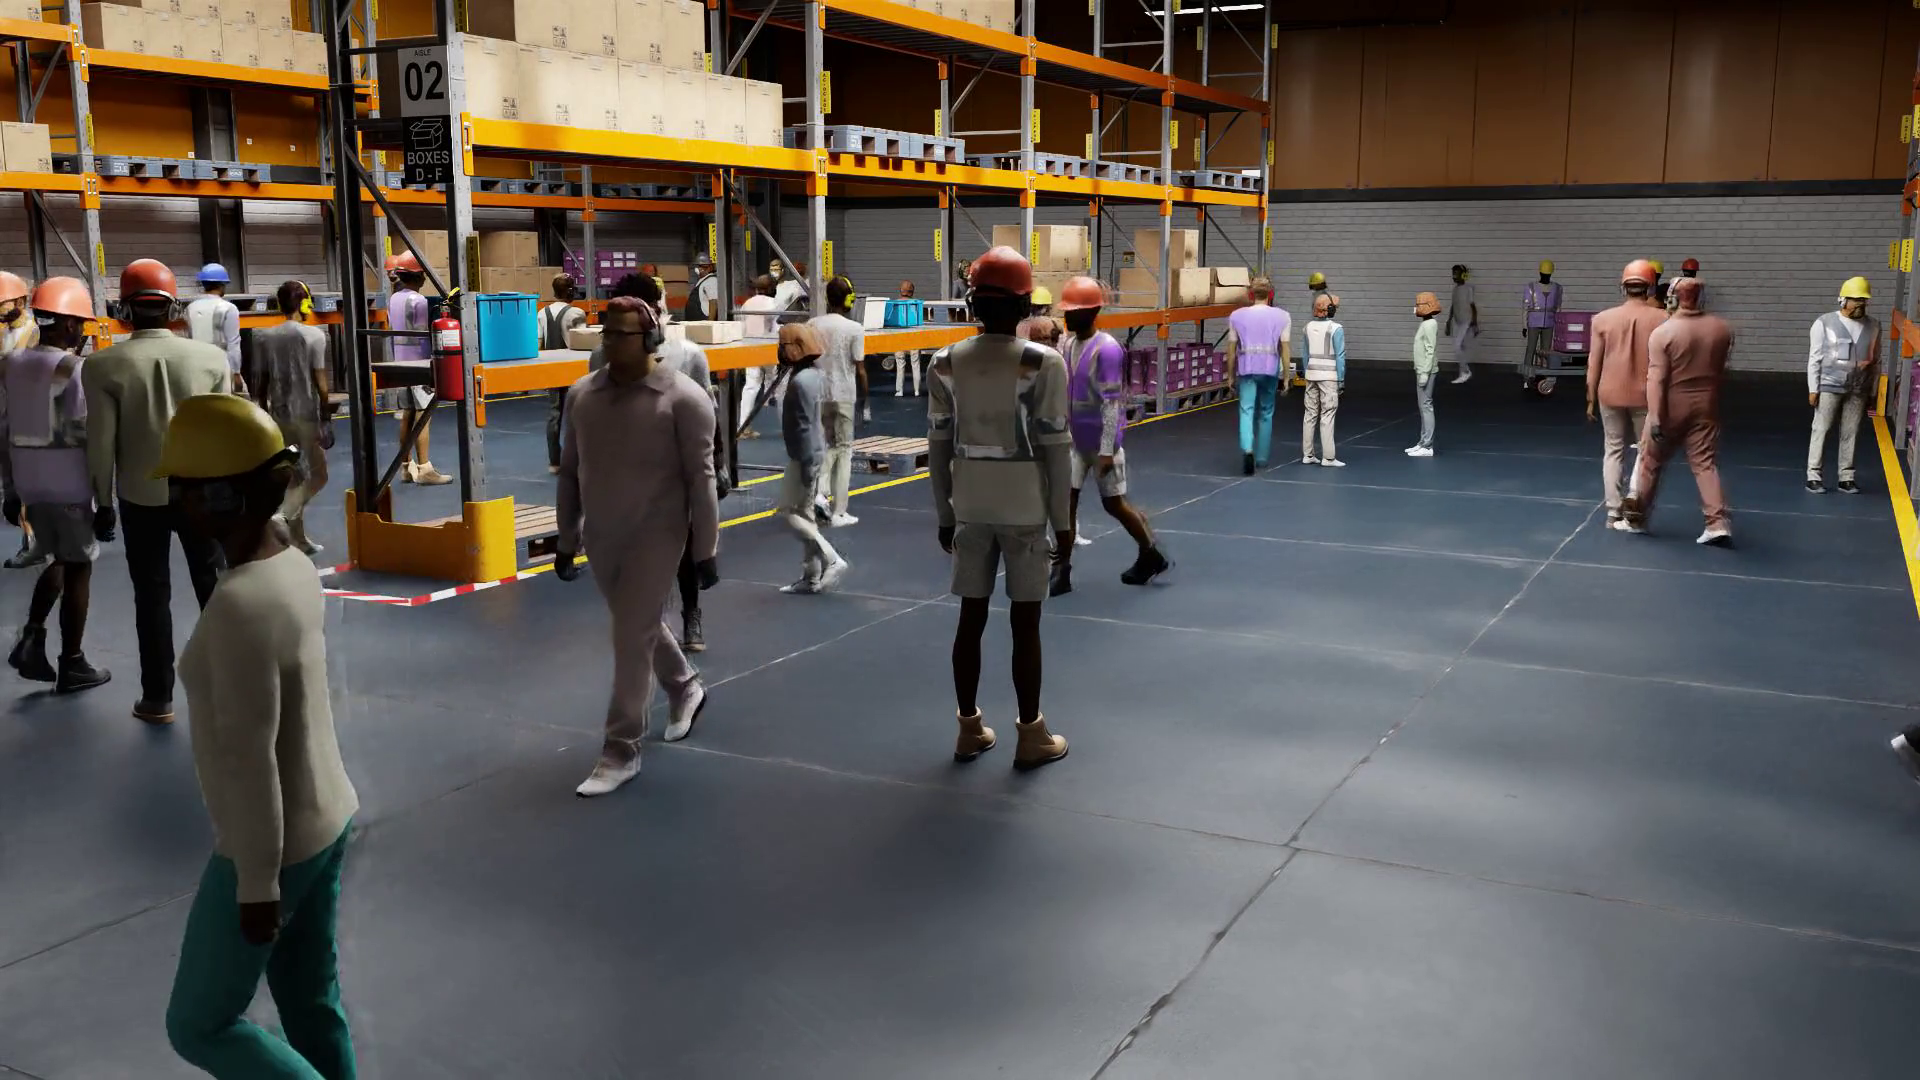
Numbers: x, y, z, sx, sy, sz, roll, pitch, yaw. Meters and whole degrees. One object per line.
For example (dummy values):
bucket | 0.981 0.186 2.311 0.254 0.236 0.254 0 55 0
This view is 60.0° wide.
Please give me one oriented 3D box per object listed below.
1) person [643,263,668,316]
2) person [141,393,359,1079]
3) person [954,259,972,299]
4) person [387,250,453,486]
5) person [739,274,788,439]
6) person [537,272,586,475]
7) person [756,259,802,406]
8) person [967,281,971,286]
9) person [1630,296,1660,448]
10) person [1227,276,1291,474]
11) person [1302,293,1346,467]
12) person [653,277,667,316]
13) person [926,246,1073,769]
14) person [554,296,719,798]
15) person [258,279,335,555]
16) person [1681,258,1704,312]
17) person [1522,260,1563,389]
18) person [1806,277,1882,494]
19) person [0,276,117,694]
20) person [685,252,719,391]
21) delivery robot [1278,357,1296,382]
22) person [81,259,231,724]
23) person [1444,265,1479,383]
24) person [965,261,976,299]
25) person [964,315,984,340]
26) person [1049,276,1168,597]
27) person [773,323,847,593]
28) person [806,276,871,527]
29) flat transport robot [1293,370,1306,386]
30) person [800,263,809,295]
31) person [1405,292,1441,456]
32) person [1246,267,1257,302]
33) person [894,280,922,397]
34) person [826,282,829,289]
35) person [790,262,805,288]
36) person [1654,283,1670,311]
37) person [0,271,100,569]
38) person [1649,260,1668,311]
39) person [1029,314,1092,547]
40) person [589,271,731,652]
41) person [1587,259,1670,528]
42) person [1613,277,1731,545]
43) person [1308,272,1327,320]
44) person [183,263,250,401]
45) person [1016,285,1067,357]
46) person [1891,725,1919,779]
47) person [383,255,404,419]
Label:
person | -4.492 -3.091 24.254 0.585 1.888 0.386 6 12 32
person | -1.379 0.588 3.298 0.367 1.758 0.525 -1 10 -5
person | 0.029 -2.628 21.385 0.378 1.940 0.628 4 11 23
person | -4.729 -1.493 14.502 0.612 2.047 0.361 9 14 43
person | -2.106 -2.010 18.239 0.644 1.792 0.949 7 12 34
person | -3.583 -1.498 15.113 0.508 1.844 0.332 4 11 21
person | -2.402 -2.729 21.971 0.627 1.940 0.372 2 10 9
person | 0.213 -2.920 23.240 0.680 1.874 0.827 -1 10 -3
person | 7.109 -1.757 17.254 0.376 1.611 0.576 1 10 3
person | 2.756 -1.527 15.383 0.574 1.816 0.861 2 10 9
person | 3.443 -1.507 15.758 0.308 1.641 0.514 -7 12 -33
person | -3.652 -2.245 19.755 0.602 1.730 0.655 7 12 34
person | 0.167 -0.120 6.549 0.605 2.048 0.365 5 11 26
person | -1.255 -0.025 6.536 0.648 1.868 0.983 5 11 25
person | -4.395 -0.774 10.911 0.564 1.851 0.586 3 10 14
person | 10.984 -3.281 25.166 0.357 1.936 0.551 -8 13 -40
person | 8.684 -3.210 24.817 0.585 1.918 0.378 0 10 0
person | 7.433 -1.291 13.990 0.596 1.825 0.403 0 10 3
person | -4.103 -0.240 7.622 0.567 1.914 0.420 3 10 16
person | -3.777 -3.212 24.471 0.539 2.000 0.689 -3 10 -18
delivery robot | 4.655 -2.530 24.548 0.477 0.478 0.707 -4 10 -22
person | -3.435 -0.207 7.201 0.610 1.996 0.384 -7 12 -37
person | 7.765 -3.320 25.677 0.460 1.840 0.603 -3 10 -17
person | 0.245 -2.522 20.775 0.358 1.936 0.552 1 10 7
person | 0.240 -0.987 12.580 0.540 1.695 0.318 4 10 20
person | 0.853 -0.619 9.902 0.880 1.903 0.542 -7 12 -34
person | -0.928 -0.458 9.753 0.375 1.622 0.505 0 10 0
person | -0.897 -1.018 12.320 0.560 1.847 0.392 5 11 27
flat transport robot | 4.537 -2.477 25.333 1.431 0.197 0.652 1 10 3
person | -1.987 -2.810 22.519 0.393 1.928 0.659 1 10 3
person | 4.634 -1.652 16.616 0.277 1.633 0.507 2 10 10
person | 4.876 -3.557 27.205 0.915 1.792 0.607 2 10 13
person | -0.741 -2.823 23.380 0.525 1.639 0.307 -2 10 -11
person | -2.284 -3.724 28.011 0.633 1.842 0.429 6 11 29
person | -2.536 -3.423 26.149 0.575 1.883 0.355 -4 11 -22
person | 7.604 -1.948 18.142 0.322 1.699 0.535 -1 10 -8
person | -5.967 -0.784 10.790 0.539 1.910 0.633 3 10 18
person | 8.750 -2.574 21.133 0.371 1.935 0.597 -5 11 -26
person | 0.556 -0.722 11.296 0.731 1.615 0.530 -8 12 -37
person | -1.552 -0.401 8.511 0.688 1.934 0.567 -3 10 -17
person | 4.859 -1.037 12.071 0.620 1.980 0.565 5 11 27
person | 5.060 -0.909 11.662 0.646 1.866 0.953 -2 10 -9
person | 5.645 -3.312 25.995 0.409 1.725 0.625 4 11 21
person | -6.721 -1.566 15.282 0.642 1.916 0.821 4 10 20
person | 0.737 -1.401 14.853 0.528 1.743 0.787 7 12 35
person | 3.566 0.108 5.642 0.618 1.905 0.594 -8 12 -37
person | -6.819 -2.475 20.346 0.392 1.991 0.613 -2 10 -13
